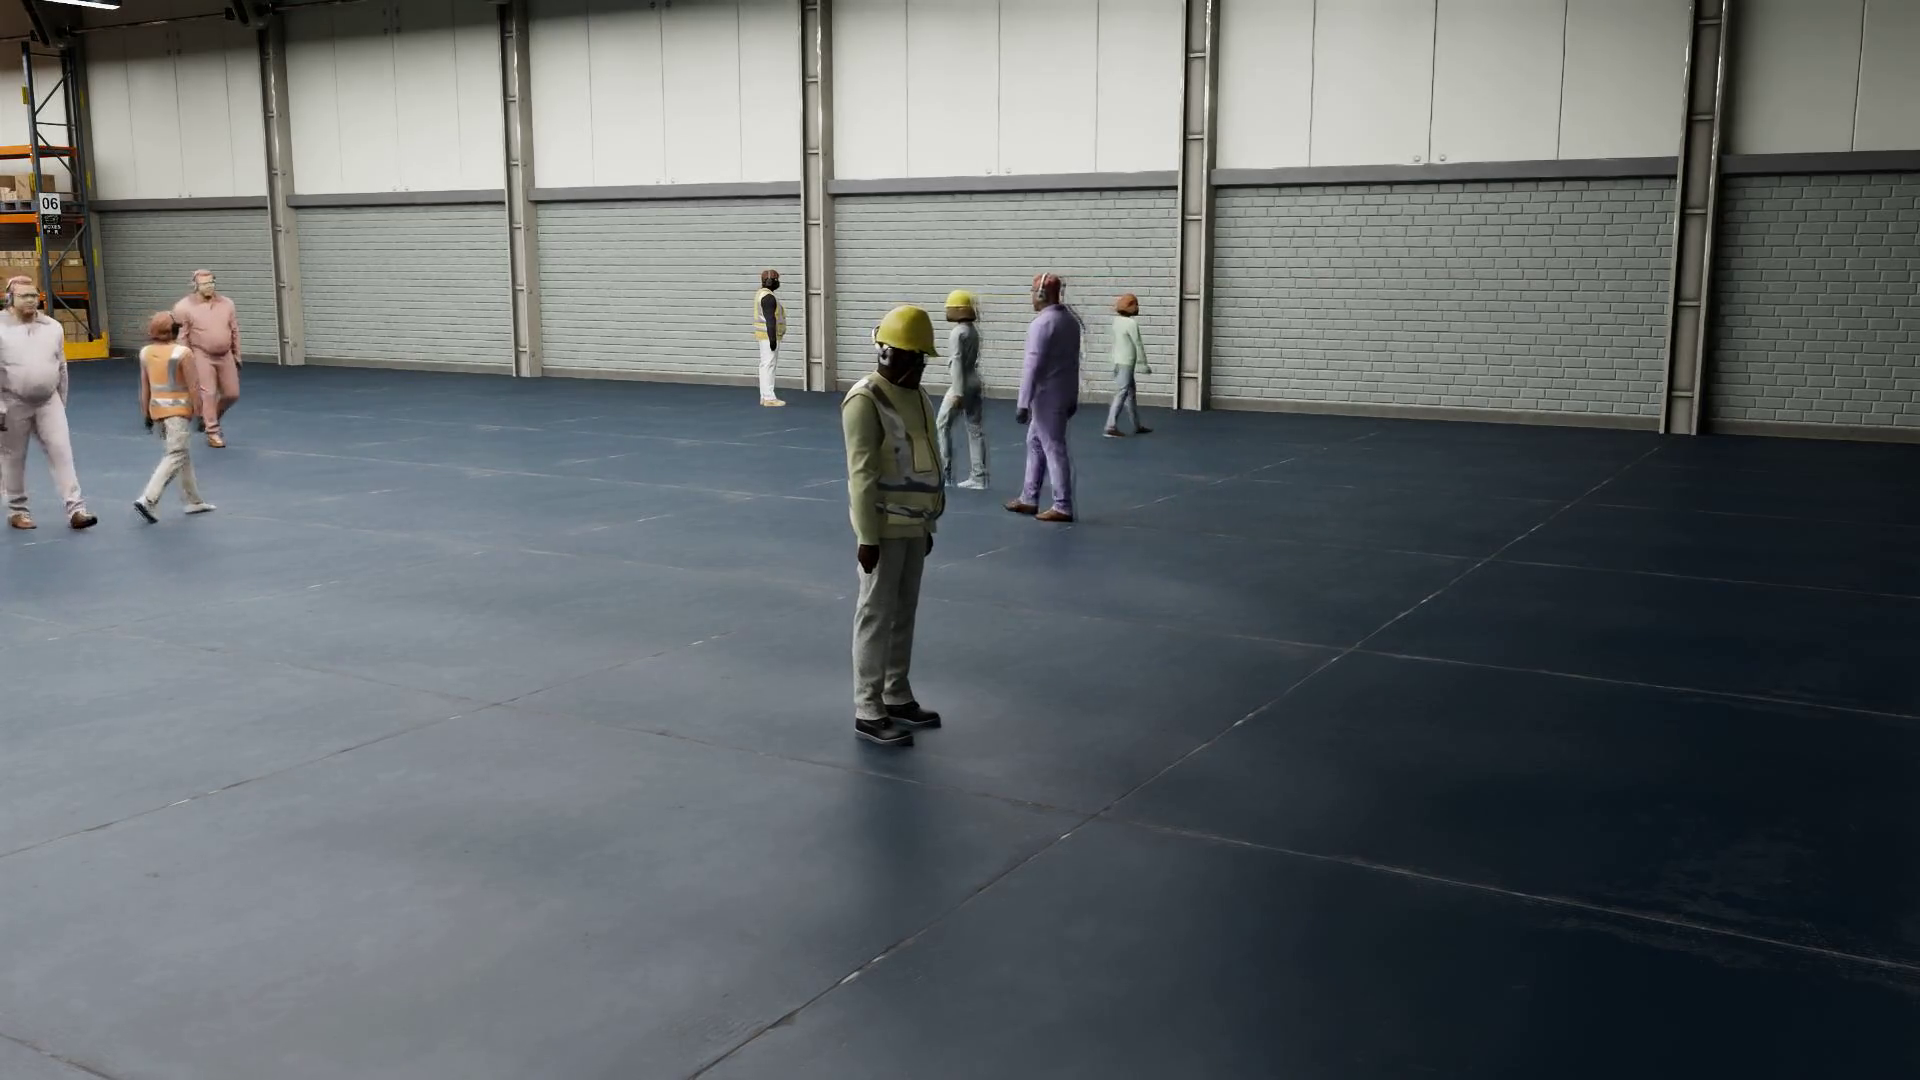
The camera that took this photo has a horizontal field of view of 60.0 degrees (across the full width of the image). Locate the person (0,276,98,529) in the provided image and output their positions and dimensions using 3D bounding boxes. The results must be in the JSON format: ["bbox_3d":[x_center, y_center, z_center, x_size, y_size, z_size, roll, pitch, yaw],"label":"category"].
[{"bbox_3d":[-6.766,-0.976,12.160,0.937,1.865,0.656,8,12,39],"label":"person"}]

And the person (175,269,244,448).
[{"bbox_3d":[-7.987,-1.934,17.697,0.532,1.889,0.670,8,12,38],"label":"person"}]

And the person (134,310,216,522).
[{"bbox_3d":[-6.089,-0.957,12.782,0.519,1.608,0.794,4,11,23],"label":"person"}]

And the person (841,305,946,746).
[{"bbox_3d":[-0.261,-0.068,6.980,0.403,1.819,0.596,4,11,24],"label":"person"}]

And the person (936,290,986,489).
[{"bbox_3d":[-0.064,-1.302,14.467,0.685,1.717,0.514,4,11,24],"label":"person"}]

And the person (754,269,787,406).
[{"bbox_3d":[-2.559,-2.728,22.495,0.429,1.842,0.636,-3,10,-15],"label":"person"}]

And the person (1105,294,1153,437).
[{"bbox_3d":[1.909,-1.962,18.716,0.581,1.619,0.506,-3,10,-17],"label":"person"}]

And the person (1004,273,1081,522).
[{"bbox_3d":[0.561,-1.086,12.738,0.785,1.881,0.673,5,11,25],"label":"person"}]
